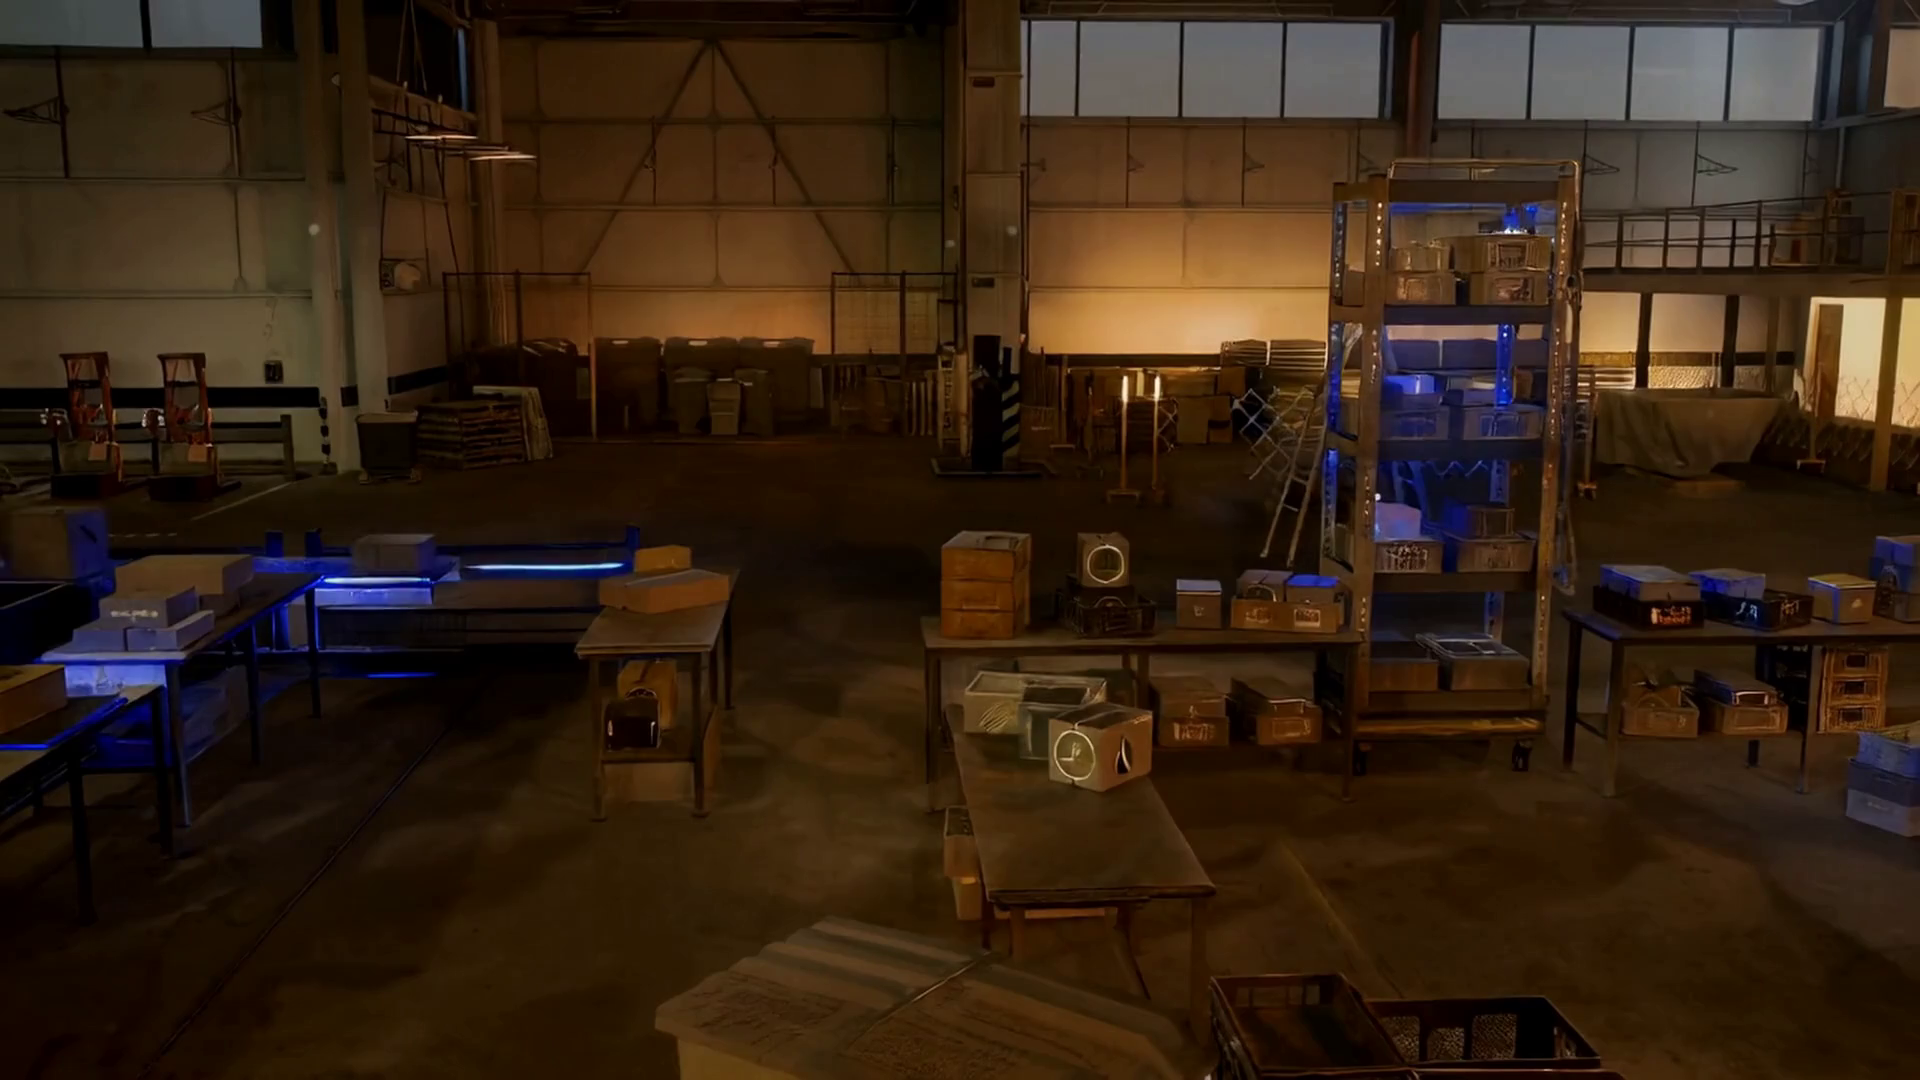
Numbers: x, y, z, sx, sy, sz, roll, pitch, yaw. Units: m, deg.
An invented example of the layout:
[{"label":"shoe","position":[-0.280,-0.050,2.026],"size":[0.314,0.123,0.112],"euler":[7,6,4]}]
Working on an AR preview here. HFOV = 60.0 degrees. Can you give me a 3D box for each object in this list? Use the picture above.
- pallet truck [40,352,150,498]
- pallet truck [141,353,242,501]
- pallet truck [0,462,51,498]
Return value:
[{"label":"pallet truck","position":[-11.907,-1.642,23.165],"size":[0.823,1.965,1.885],"euler":[0,9,0]},{"label":"pallet truck","position":[-10.520,-1.604,22.925],"size":[0.823,1.965,1.885],"euler":[-1,9,-6]},{"label":"pallet truck","position":[-13.193,-1.293,23.148],"size":[0.653,1.274,1.630],"euler":[-1,9,-4]}]
